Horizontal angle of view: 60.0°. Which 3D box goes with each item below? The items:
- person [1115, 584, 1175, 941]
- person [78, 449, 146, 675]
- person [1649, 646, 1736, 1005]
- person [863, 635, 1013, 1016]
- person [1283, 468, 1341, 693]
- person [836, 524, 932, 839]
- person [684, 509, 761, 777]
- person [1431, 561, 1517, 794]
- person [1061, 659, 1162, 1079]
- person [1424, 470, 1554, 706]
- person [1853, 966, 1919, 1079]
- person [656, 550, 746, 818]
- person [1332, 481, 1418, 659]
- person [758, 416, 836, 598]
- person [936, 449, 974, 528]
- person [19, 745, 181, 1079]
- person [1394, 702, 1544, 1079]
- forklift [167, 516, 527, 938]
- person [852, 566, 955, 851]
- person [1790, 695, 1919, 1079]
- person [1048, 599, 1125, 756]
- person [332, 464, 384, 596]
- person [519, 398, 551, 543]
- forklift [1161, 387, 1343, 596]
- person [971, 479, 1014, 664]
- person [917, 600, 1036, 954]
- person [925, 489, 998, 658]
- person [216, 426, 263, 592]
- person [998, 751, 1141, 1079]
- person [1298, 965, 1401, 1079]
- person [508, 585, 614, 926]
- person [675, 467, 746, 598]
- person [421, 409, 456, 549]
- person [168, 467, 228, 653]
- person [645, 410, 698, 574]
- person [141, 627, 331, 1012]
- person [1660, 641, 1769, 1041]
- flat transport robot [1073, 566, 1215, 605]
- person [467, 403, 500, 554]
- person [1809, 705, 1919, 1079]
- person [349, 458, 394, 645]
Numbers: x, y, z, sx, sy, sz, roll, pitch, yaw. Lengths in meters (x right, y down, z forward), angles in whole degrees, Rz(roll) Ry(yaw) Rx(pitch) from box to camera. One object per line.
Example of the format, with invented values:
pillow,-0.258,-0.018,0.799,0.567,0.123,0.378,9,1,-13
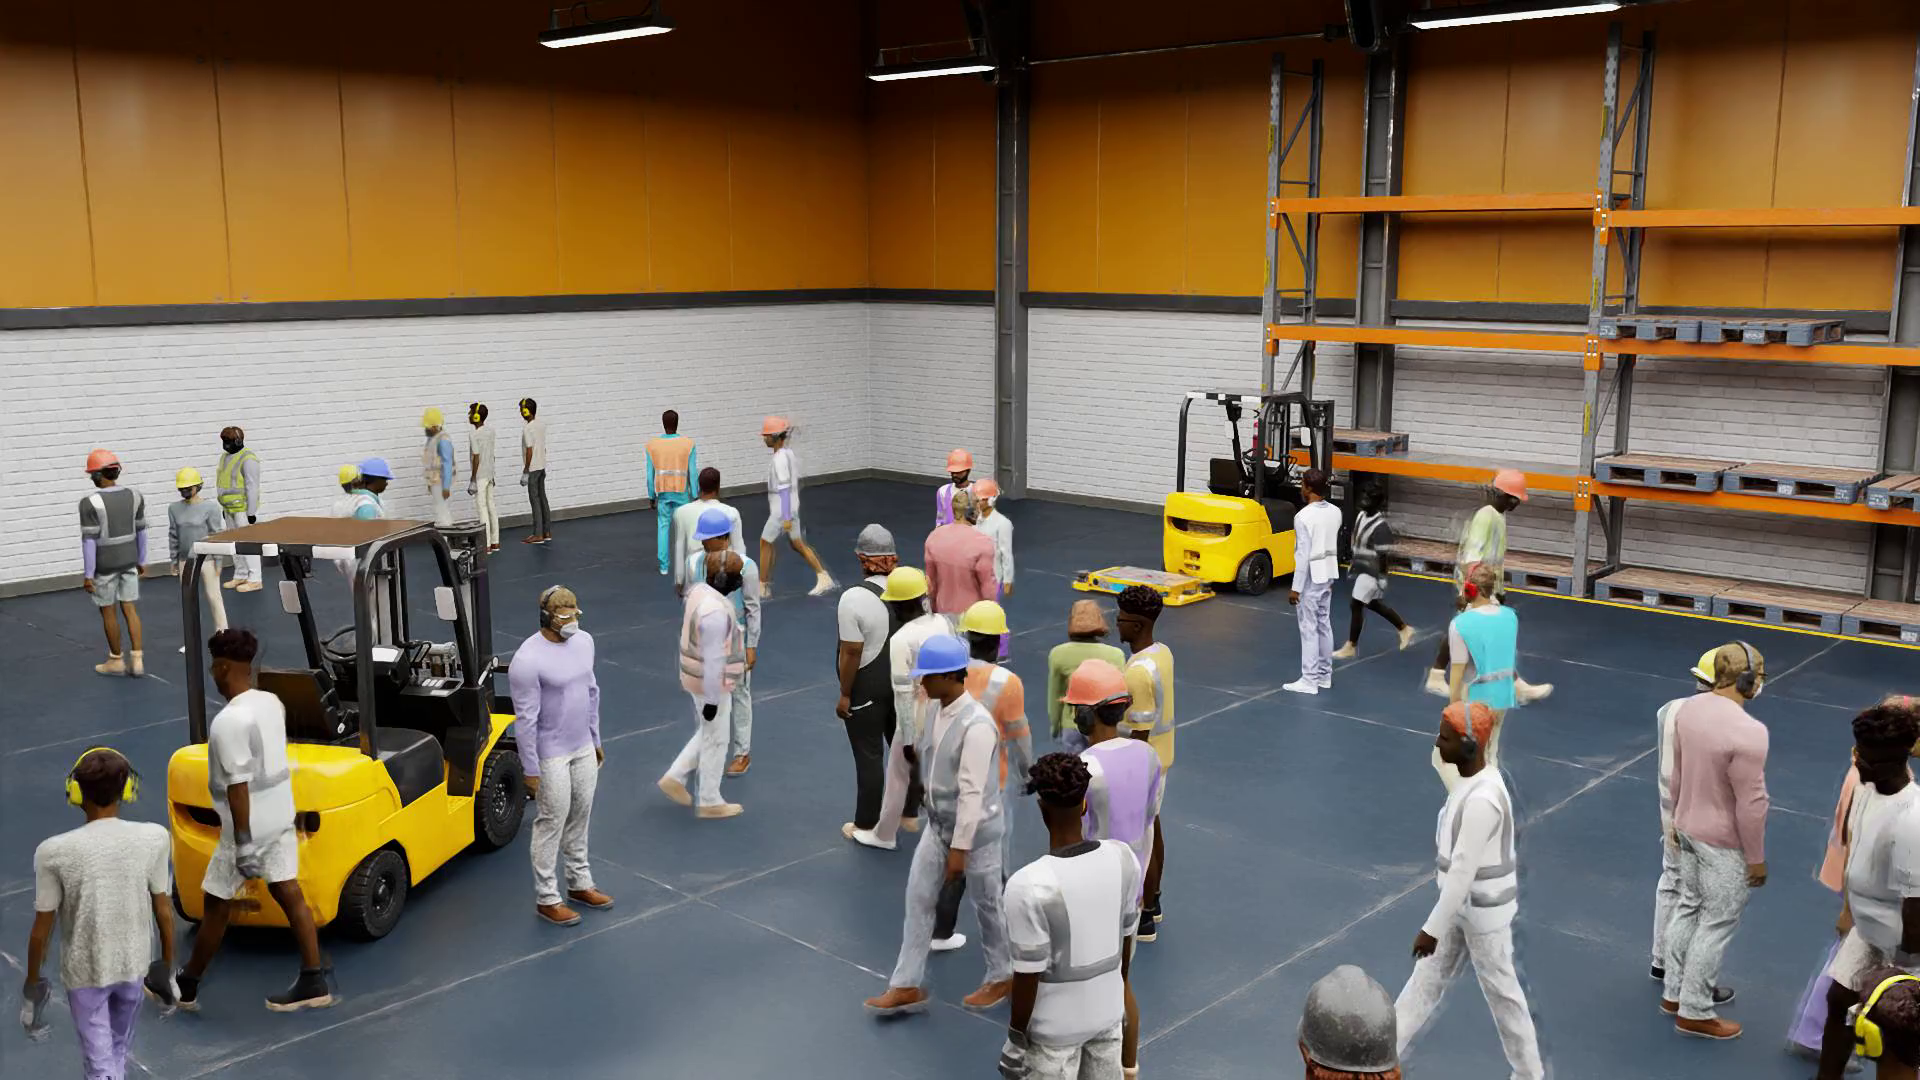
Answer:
person,0.978,1.207,9.083,0.368,1.966,0.603,3,10,17
person,-7.420,0.209,14.585,0.567,2.032,0.629,5,11,27
person,3.716,1.418,8.308,0.403,1.819,0.601,-2,10,-14
person,-0.097,1.413,8.063,0.908,1.901,0.615,-6,12,-32
person,3.012,0.346,14.125,0.375,1.917,0.598,9,13,42
person,-0.543,0.899,10.628,0.687,2.000,0.535,-8,13,-40
person,-1.710,0.727,11.896,0.605,1.938,0.411,4,11,24
person,3.236,1.045,10.398,0.584,1.831,0.445,-6,11,-29
person,0.589,1.514,7.172,0.409,2.029,0.615,9,14,43
person,4.387,0.391,13.752,1.080,1.957,0.684,5,11,26
person,2.474,2.064,4.513,0.511,1.862,0.325,-2,10,-9
person,-1.684,0.957,10.955,0.551,1.816,0.646,-3,10,-15
person,3.825,0.274,15.232,0.788,1.668,0.527,0,10,-3
person,-1.841,-0.343,17.872,1.038,1.994,0.611,1,10,5
person,0.012,0.111,15.435,0.544,1.930,0.388,5,11,26
person,-3.319,1.735,6.492,0.573,1.828,0.855,-10,14,-44
person,2.123,1.598,7.214,0.987,1.831,0.583,2,10,9
forklift,-3.583,0.976,9.748,1.214,2.155,2.313,2,10,11
person,-0.223,1.066,10.152,0.965,1.872,0.659,9,13,41
person,4.165,1.576,7.405,0.780,1.808,0.587,7,12,35
person,0.787,1.182,10.246,0.566,1.617,0.380,5,11,25
person,-5.659,0.146,15.804,0.774,1.736,0.535,9,14,43
person,-5.464,-0.887,21.301,0.326,1.865,0.519,2,10,14
forklift,3.298,-0.608,18.767,1.214,2.155,2.313,9,13,42
person,0.131,0.317,14.842,0.829,1.714,0.585,-6,11,-30
person,0.099,1.257,9.071,0.592,1.870,0.999,9,13,40
person,0.015,0.572,12.784,0.630,1.936,0.369,7,12,35
person,-7.936,-0.346,18.322,0.639,1.832,0.429,9,13,41
person,0.393,1.733,6.096,0.608,1.963,0.372,-8,13,-39
person,0.931,2.030,4.184,0.676,2.000,0.536,-1,10,-7
person,-2.233,1.190,9.304,0.378,1.929,0.636,5,11,25
person,-2.158,0.293,14.578,0.615,1.867,0.996,3,10,18
person,-6.478,-0.730,20.653,0.404,1.794,0.732,-5,11,-27
person,-7.099,0.193,15.462,0.527,1.758,0.342,1,10,8
person,-3.321,-0.543,19.216,0.587,1.911,0.397,0,10,0
person,-3.590,1.389,8.210,0.988,1.906,0.635,0,10,2
person,3.618,1.424,7.969,0.364,1.925,0.638,-1,10,-3
flat transport robot,1.991,0.480,18.050,1.431,0.197,0.652,9,13,41
person,-5.919,-0.763,20.563,0.328,1.876,0.514,2,10,13
person,3.967,1.617,6.929,0.945,1.917,0.611,2,10,10
person,-5.193,0.233,14.751,0.438,1.917,0.628,-3,11,-19
